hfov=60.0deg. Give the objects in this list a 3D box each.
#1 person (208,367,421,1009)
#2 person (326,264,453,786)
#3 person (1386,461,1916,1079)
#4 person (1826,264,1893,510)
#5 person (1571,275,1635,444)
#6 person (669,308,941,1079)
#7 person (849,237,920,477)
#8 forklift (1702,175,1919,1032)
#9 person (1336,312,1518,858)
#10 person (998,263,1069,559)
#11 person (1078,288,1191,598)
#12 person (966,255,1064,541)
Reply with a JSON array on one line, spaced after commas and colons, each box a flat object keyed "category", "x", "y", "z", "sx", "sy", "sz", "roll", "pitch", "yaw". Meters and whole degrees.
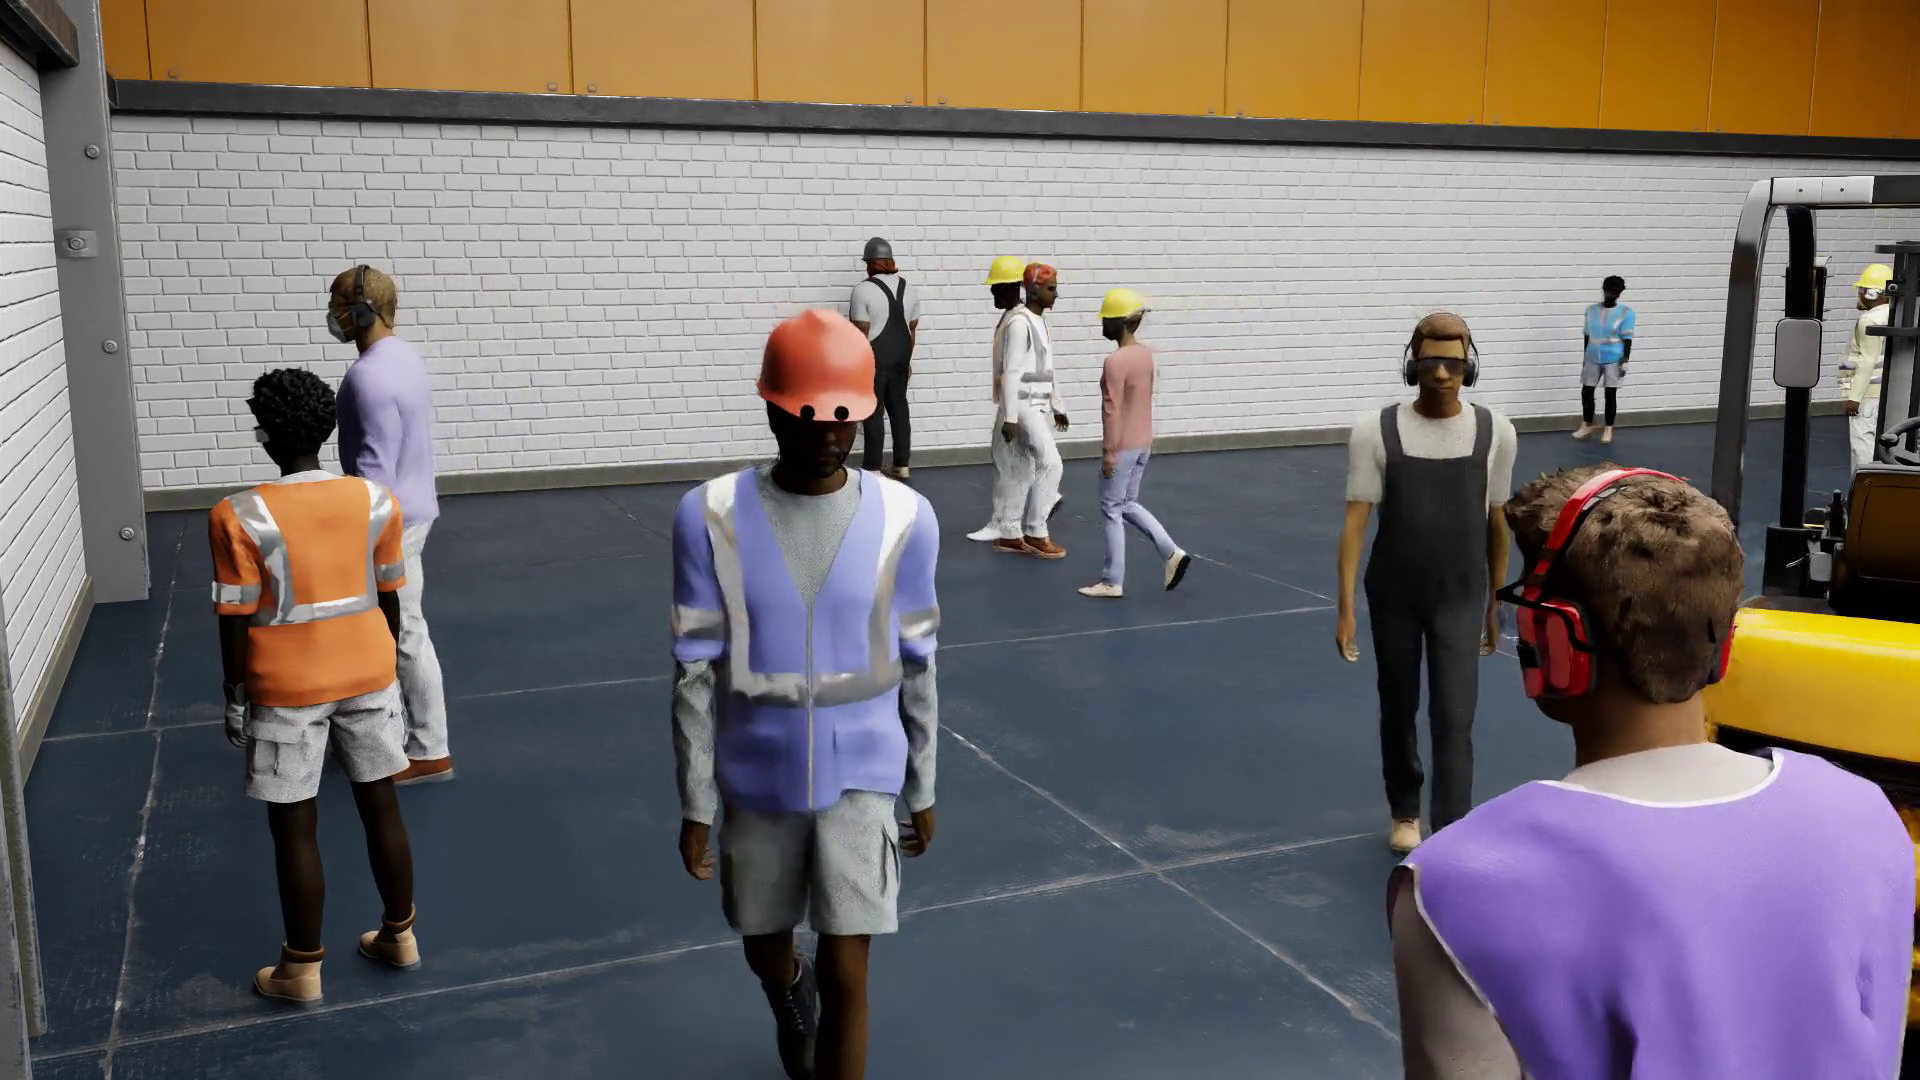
[{"category": "person", "x": -1.711, "y": 0.388, "z": 4.441, "sx": 0.321, "sy": 1.691, "sz": 0.532, "roll": 9, "pitch": 13, "yaw": 40}, {"category": "person", "x": -2.145, "y": -0.043, "z": 6.150, "sx": 0.414, "sy": 1.938, "sz": 0.641, "roll": -2, "pitch": 10, "yaw": -10}, {"category": "person", "x": 0.669, "y": 0.844, "z": 1.601, "sx": 0.565, "sy": 1.809, "sz": 0.527, "roll": -2, "pitch": 11, "yaw": -13}, {"category": "person", "x": 6.674, "y": -1.100, "z": 12.240, "sx": 0.591, "sy": 1.833, "sz": 0.403, "roll": -10, "pitch": 14, "yaw": -44}, {"category": "person", "x": 6.375, "y": -1.775, "z": 16.392, "sx": 0.408, "sy": 1.662, "sz": 0.553, "roll": -10, "pitch": 14, "yaw": -43}, {"category": "person", "x": -0.325, "y": 0.456, "z": 3.503, "sx": 0.554, "sy": 1.903, "sz": 0.856, "roll": -1, "pitch": 10, "yaw": -7}, {"category": "person", "x": -0.697, "y": -1.520, "z": 13.981, "sx": 0.688, "sy": 2.000, "sz": 0.536, "roll": -10, "pitch": 14, "yaw": -43}, {"category": "forklift", "x": 2.810, "y": 0.094, "z": 4.662, "sx": 1.214, "sy": 2.155, "sz": 2.313, "roll": 7, "pitch": 12, "yaw": 34}, {"category": "person", "x": 1.431, "y": 0.209, "z": 5.124, "sx": 0.524, "sy": 1.789, "sz": 0.981, "roll": 2, "pitch": 11, "yaw": 12}, {"category": "person", "x": 0.515, "y": -0.813, "z": 10.566, "sx": 0.644, "sy": 1.863, "sz": 0.605, "roll": 2, "pitch": 11, "yaw": 12}, {"category": "person", "x": 0.958, "y": -0.520, "z": 9.252, "sx": 0.539, "sy": 1.750, "sz": 0.539, "roll": 6, "pitch": 12, "yaw": 31}, {"category": "person", "x": 0.365, "y": -0.946, "z": 11.160, "sx": 0.614, "sy": 1.912, "sz": 0.641, "roll": 0, "pitch": 10, "yaw": -2}]
